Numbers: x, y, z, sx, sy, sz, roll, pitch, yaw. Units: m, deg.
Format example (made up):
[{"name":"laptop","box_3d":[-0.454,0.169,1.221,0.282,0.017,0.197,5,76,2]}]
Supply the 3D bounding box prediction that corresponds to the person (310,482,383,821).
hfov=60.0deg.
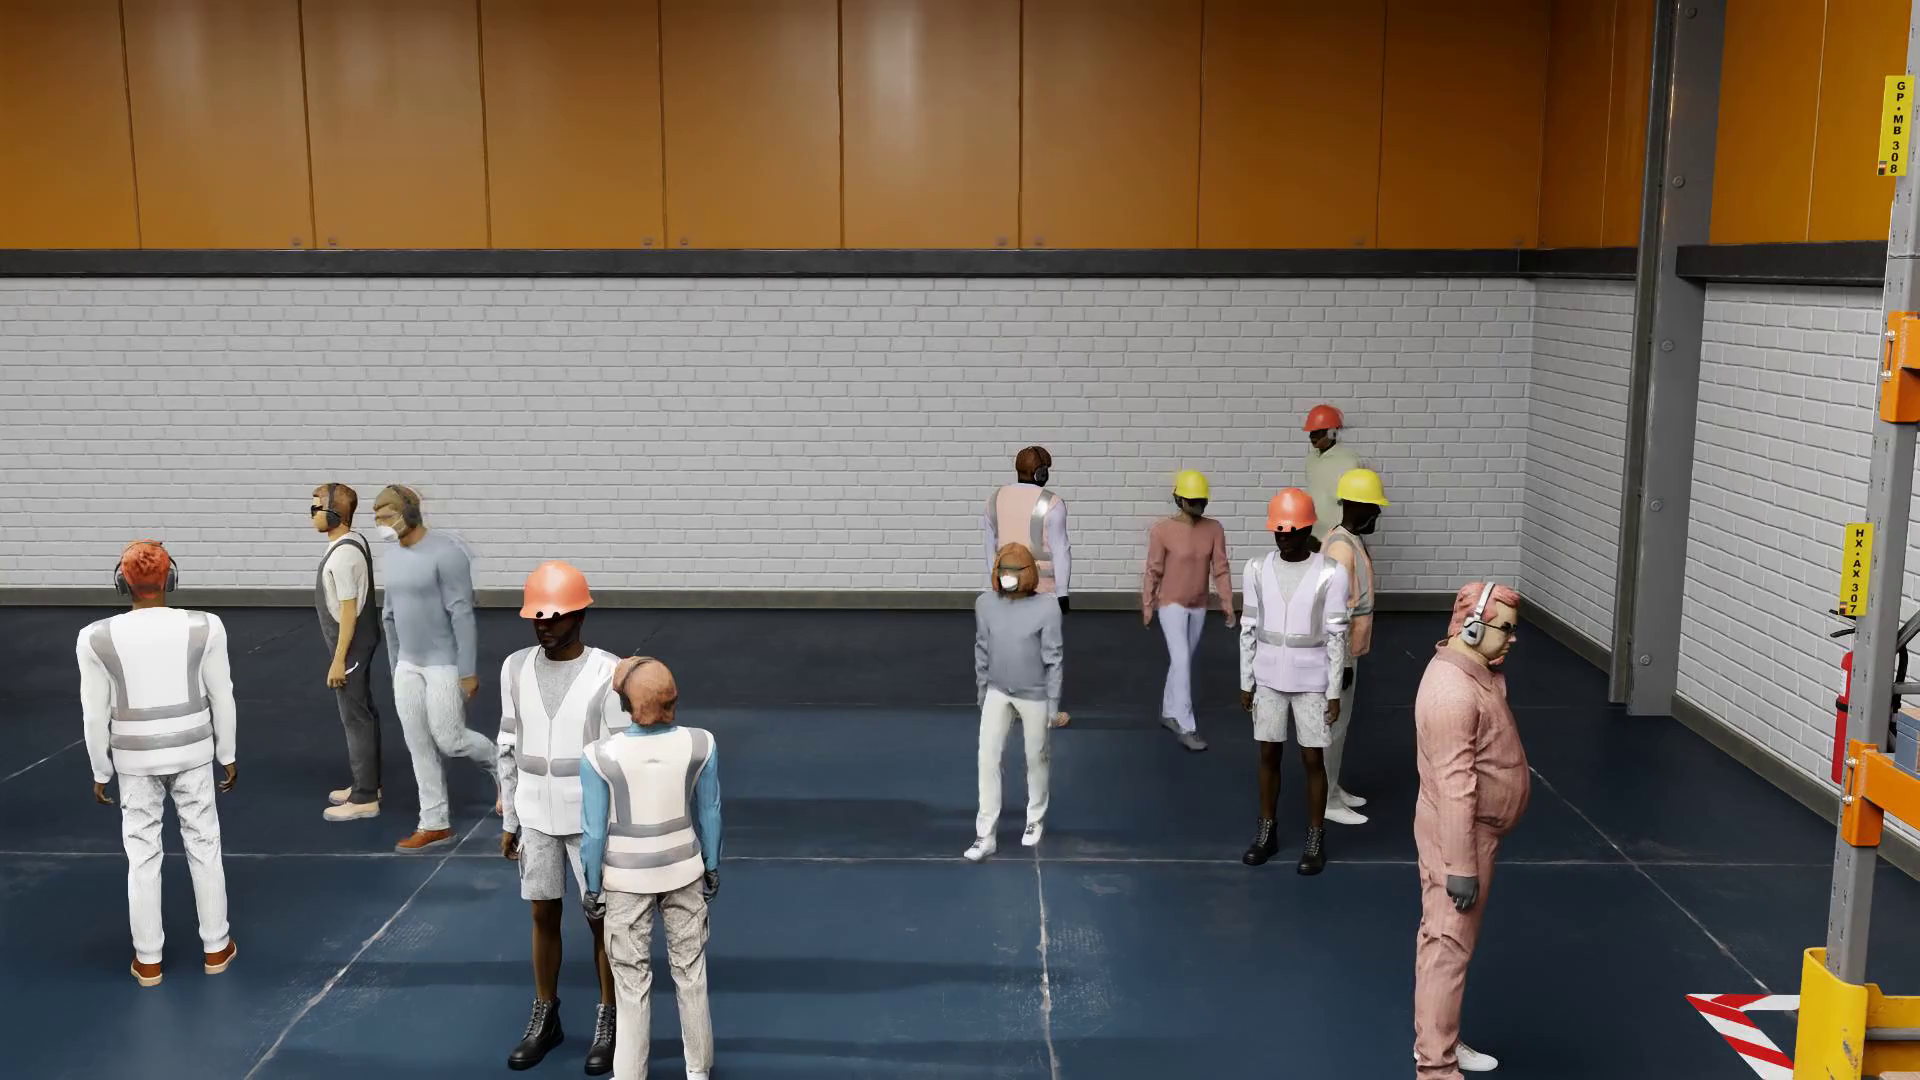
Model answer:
[{"name":"person","box_3d":[-3.339,0.601,9.055,0.343,1.847,0.506,-2,10,-12]}]

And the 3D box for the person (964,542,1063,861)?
[{"name":"person","box_3d":[0.261,0.821,8.426,0.523,1.605,0.741,4,10,25]}]

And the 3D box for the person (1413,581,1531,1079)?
[{"name":"person","box_3d":[1.832,1.085,5.997,0.407,1.902,0.639,3,10,17]}]

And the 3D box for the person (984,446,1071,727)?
[{"name":"person","box_3d":[0.464,0.304,10.846,0.633,1.841,0.429,7,12,37]}]

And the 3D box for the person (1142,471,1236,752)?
[{"name":"person","box_3d":[1.464,0.434,10.390,0.535,1.731,0.806,-5,11,-27]}]

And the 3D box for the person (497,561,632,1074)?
[{"name":"person","box_3d":[-1.468,1.031,6.206,0.543,1.938,0.356,2,10,10]}]

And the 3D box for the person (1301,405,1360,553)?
[{"name":"person","box_3d":[2.692,-0.031,12.541,0.951,1.948,0.610,-6,11,-31]}]

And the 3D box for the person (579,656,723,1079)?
[{"name":"person","box_3d":[-1.098,1.223,5.953,0.524,1.638,0.306,-5,11,-26]}]

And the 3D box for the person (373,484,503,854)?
[{"name":"person","box_3d":[-2.687,0.640,8.666,0.681,1.902,0.695,6,11,32]}]

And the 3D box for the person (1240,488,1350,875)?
[{"name":"person","box_3d":[1.632,0.696,8.243,0.540,1.931,0.382,5,11,28]}]

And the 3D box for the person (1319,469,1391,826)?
[{"name":"person","box_3d":[2.110,0.566,9.032,0.386,1.922,0.594,2,10,13]}]

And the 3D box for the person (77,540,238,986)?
[{"name":"person","box_3d":[-3.340,0.928,6.983,0.575,1.885,0.355,-5,11,-26]}]
